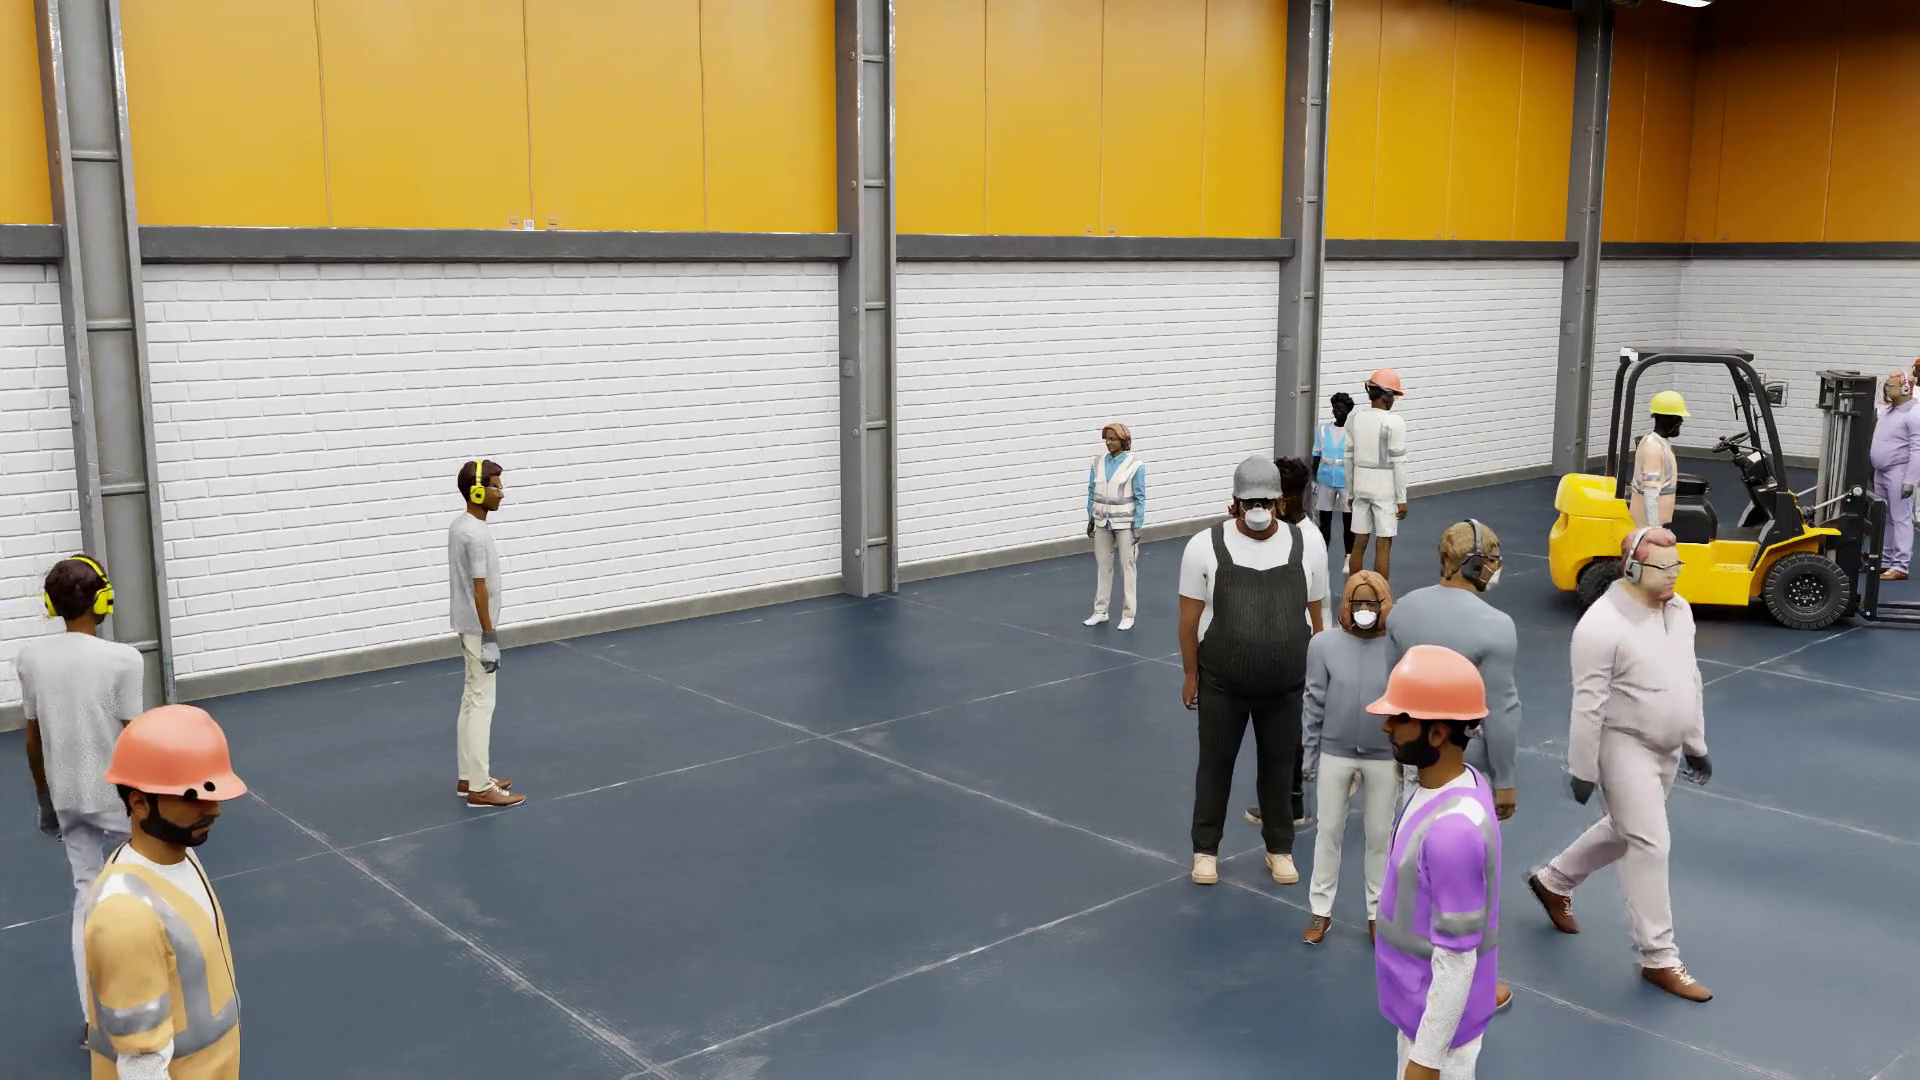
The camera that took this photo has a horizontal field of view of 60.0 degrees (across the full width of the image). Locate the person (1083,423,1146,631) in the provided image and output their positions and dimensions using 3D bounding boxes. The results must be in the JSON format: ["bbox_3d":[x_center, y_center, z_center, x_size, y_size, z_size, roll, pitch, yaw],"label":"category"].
[{"bbox_3d":[1.229,-0.110,13.152,0.514,1.642,0.310,7,12,37],"label":"person"}]

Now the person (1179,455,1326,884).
[{"bbox_3d":[1.373,0.612,7.759,0.689,2.000,0.538,0,10,0],"label":"person"}]

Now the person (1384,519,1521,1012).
[{"bbox_3d":[1.923,0.878,6.512,0.373,1.936,0.627,-5,11,-29],"label":"person"}]

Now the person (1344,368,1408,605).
[{"bbox_3d":[3.422,-0.384,13.614,0.391,2.034,0.605,-7,12,-36],"label":"person"}]

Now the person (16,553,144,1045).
[{"bbox_3d":[-3.211,0.969,6.224,0.552,1.852,0.403,1,10,6],"label":"person"}]

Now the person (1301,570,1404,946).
[{"bbox_3d":[1.702,0.931,7.081,0.497,1.633,0.284,2,10,14],"label":"person"}]

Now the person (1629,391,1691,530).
[{"bbox_3d":[5.332,-0.182,12.735,0.385,1.925,0.591,4,11,24],"label":"person"}]

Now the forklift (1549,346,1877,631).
[{"bbox_3d":[6.109,-0.478,13.691,2.313,2.155,1.214,3,10,16],"label":"forklift"}]

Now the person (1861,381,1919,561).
[{"bbox_3d":[8.794,-0.643,15.826,0.967,1.797,0.504,-3,10,-18],"label":"person"}]

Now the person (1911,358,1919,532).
[{"bbox_3d":[10.209,-1.015,17.741,0.583,1.882,0.350,3,10,18],"label":"person"}]

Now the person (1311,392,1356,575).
[{"bbox_3d":[3.507,-0.527,15.425,0.534,1.699,0.318,5,11,29],"label":"person"}]

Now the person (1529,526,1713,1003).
[{"bbox_3d":[2.751,0.850,6.866,0.645,1.874,0.914,-7,12,-36],"label":"person"}]

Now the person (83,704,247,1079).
[{"bbox_3d":[-1.810,1.326,3.895,0.373,1.930,0.552,-3,10,-17],"label":"person"}]

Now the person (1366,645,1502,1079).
[{"bbox_3d":[1.235,1.231,4.433,0.361,1.938,0.545,2,10,12],"label":"person"}]

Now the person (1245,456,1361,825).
[{"bbox_3d":[1.784,0.527,8.567,0.564,1.933,0.668,1,10,5],"label":"person"}]

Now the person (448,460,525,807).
[{"bbox_3d":[-2.577,0.497,8.944,0.309,1.864,0.535,-5,11,-26],"label":"person"}]

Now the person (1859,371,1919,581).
[{"bbox_3d":[8.501,-0.585,15.157,0.399,1.910,0.643,0,10,3],"label":"person"}]
